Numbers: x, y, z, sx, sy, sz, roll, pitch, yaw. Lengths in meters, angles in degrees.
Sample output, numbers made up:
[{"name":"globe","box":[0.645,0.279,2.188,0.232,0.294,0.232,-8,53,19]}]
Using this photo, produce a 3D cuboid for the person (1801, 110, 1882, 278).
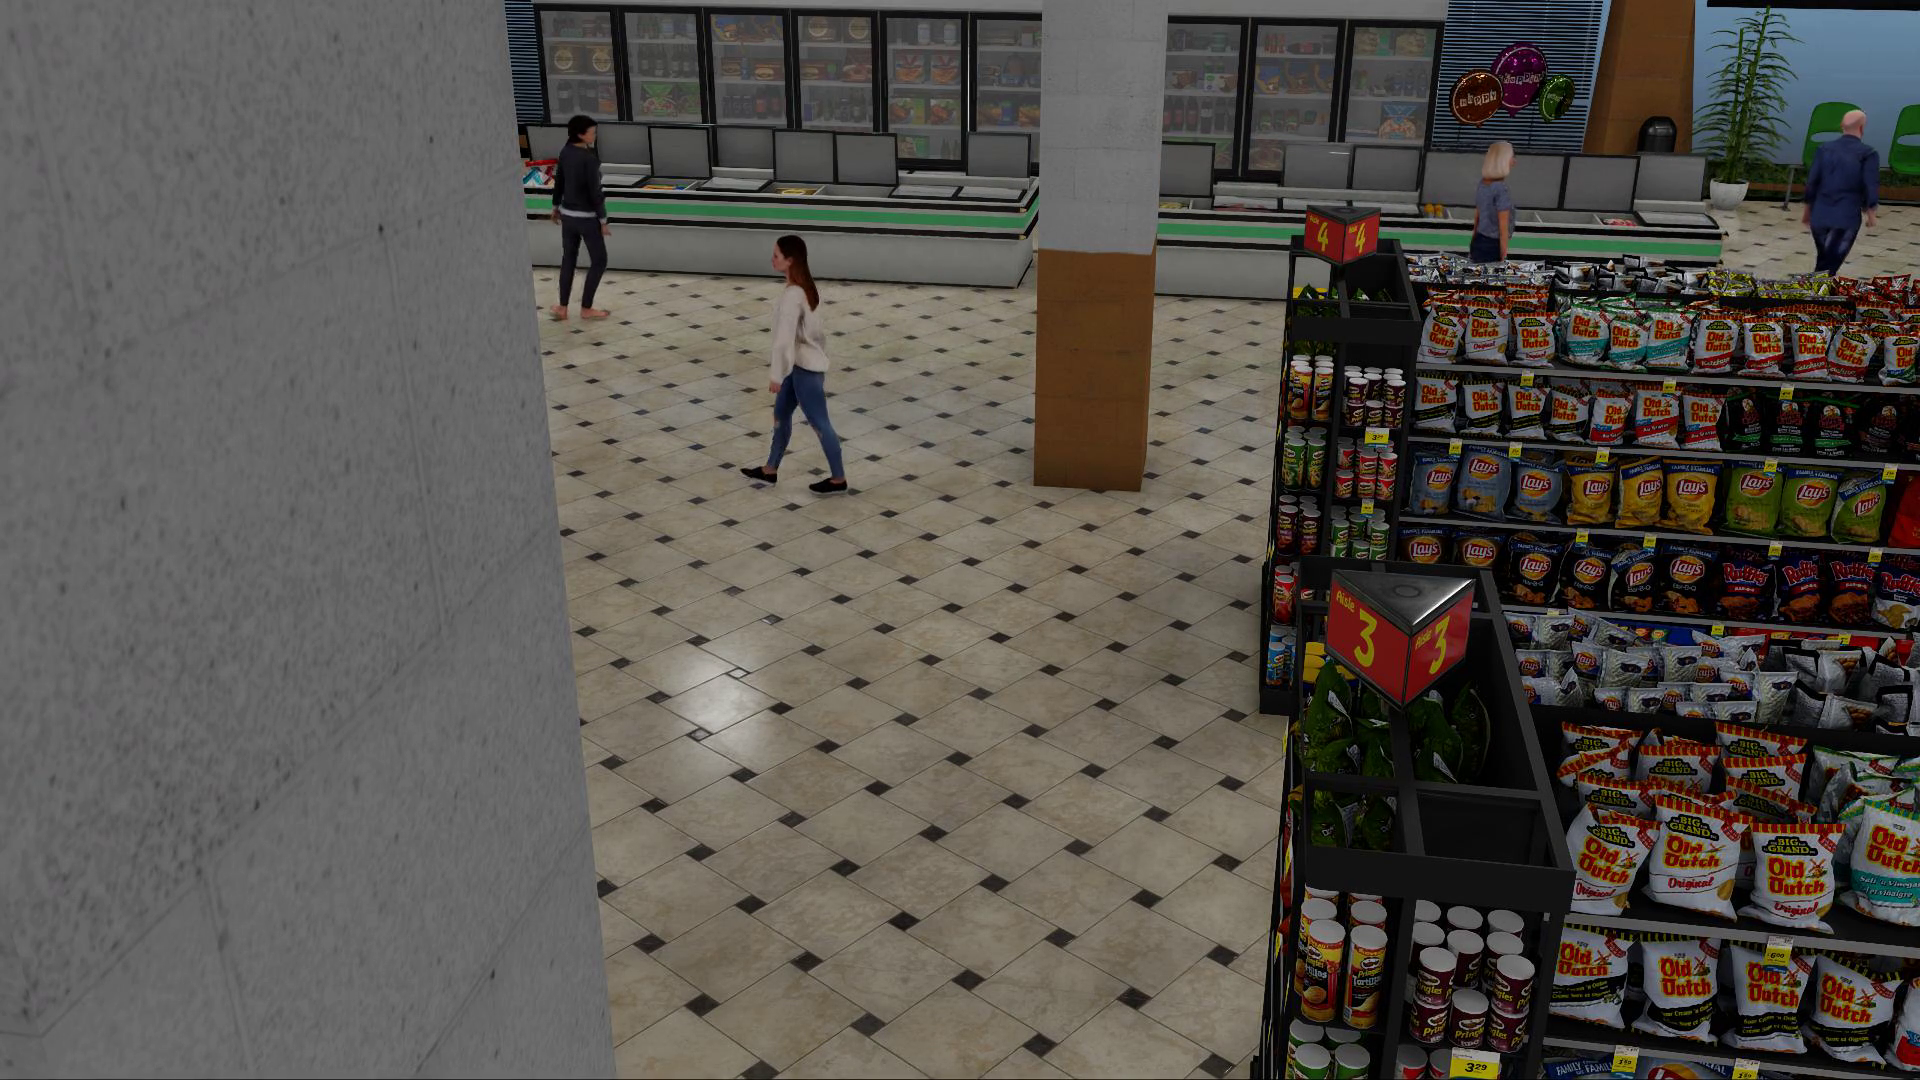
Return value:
[{"name":"person","box":[7.163,-2.572,13.667,1.272,1.783,1.198,-15,28,-31]}]

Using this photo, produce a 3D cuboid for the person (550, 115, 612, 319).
[{"name":"person","box":[-3.242,-2.714,14.061,0.681,1.727,0.945,9,25,21]}]

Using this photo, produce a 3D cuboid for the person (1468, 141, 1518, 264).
[{"name":"person","box":[4.041,-2.226,12.989,1.159,1.692,0.824,-3,24,-6]}]

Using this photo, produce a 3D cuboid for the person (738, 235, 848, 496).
[{"name":"person","box":[-0.888,-1.048,10.336,0.976,1.662,0.725,1,24,1]}]
